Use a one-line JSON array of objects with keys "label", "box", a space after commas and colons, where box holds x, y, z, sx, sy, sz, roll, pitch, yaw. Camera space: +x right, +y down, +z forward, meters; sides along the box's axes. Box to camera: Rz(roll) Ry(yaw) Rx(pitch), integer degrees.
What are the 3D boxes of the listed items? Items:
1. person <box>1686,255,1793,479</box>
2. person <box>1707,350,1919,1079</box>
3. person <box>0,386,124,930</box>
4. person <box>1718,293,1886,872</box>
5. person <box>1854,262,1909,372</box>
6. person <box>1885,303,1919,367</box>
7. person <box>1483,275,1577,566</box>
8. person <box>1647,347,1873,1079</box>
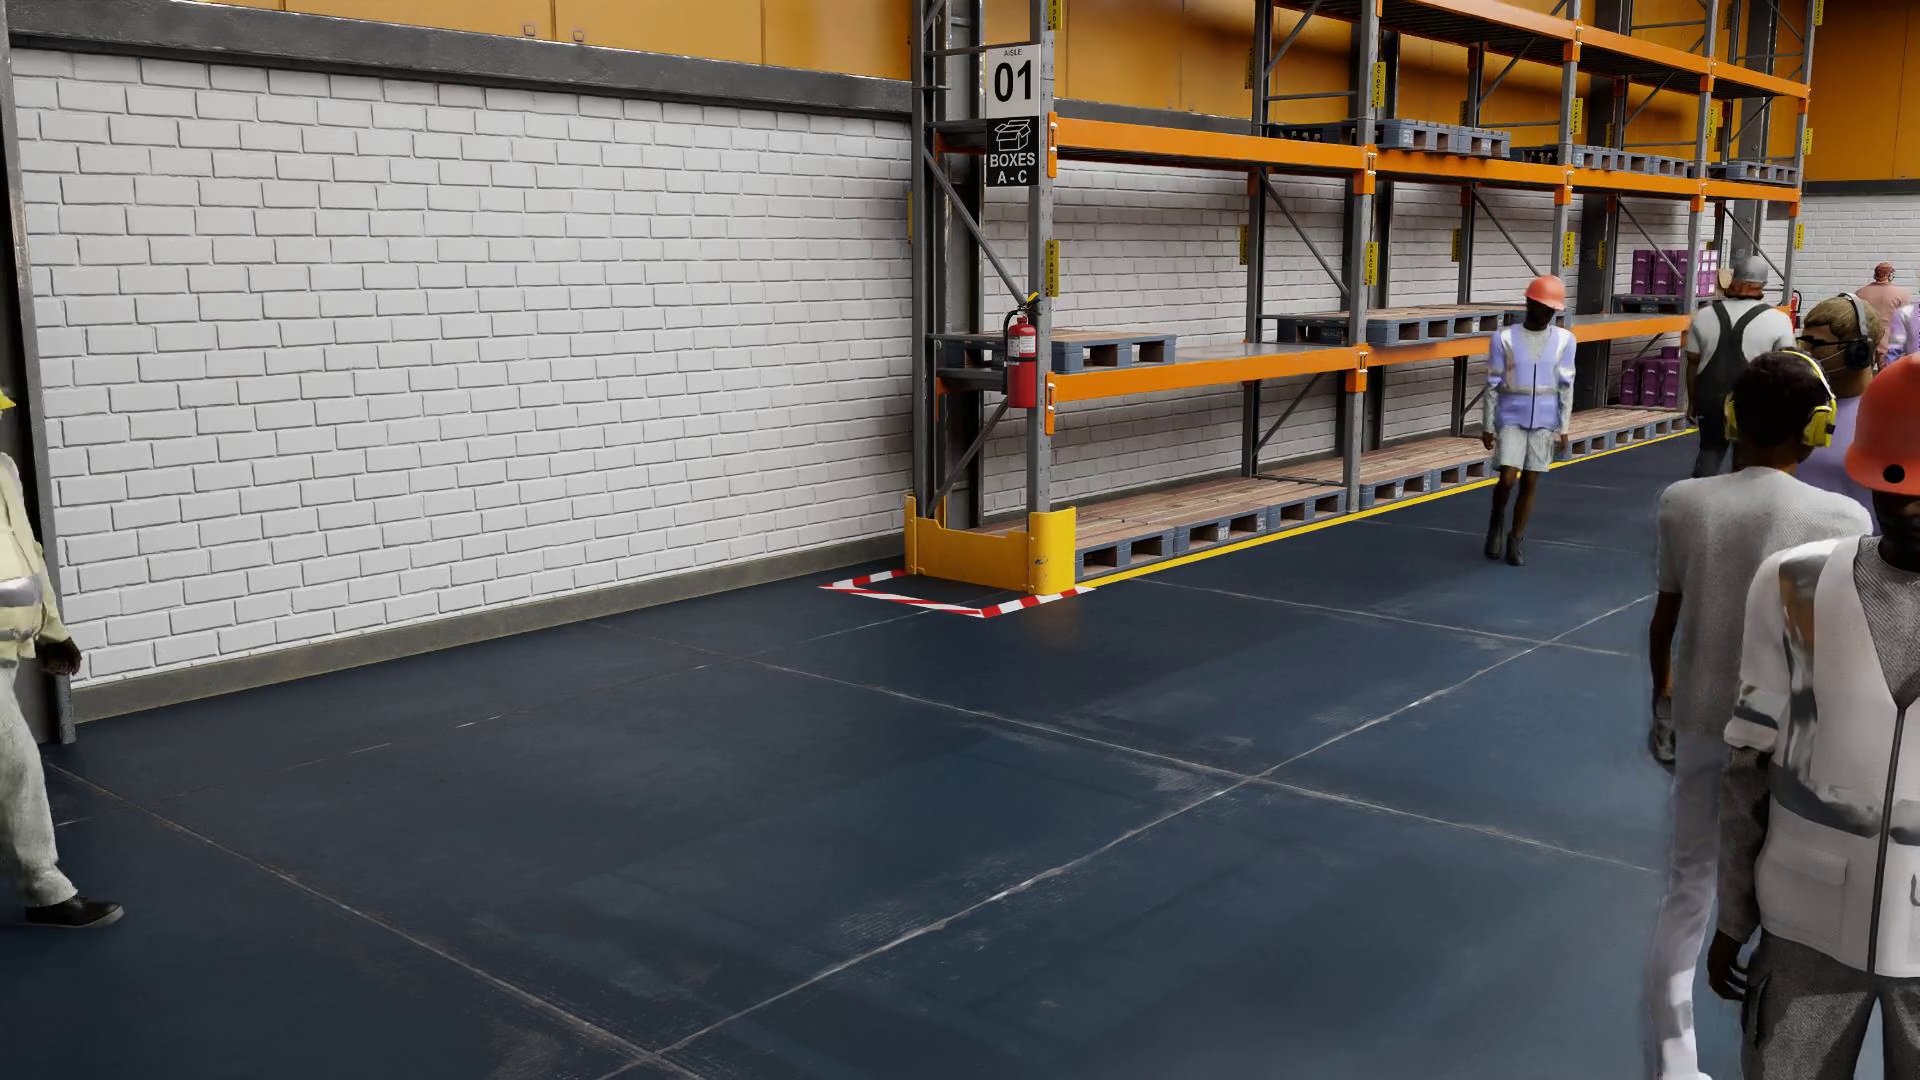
[{"label": "person", "box": [5.524, -1.000, 11.776, 0.691, 2.000, 0.538, 9, 14, 43]}, {"label": "person", "box": [1.516, 0.646, 2.726, 0.543, 1.927, 0.374, 7, 12, 34]}, {"label": "person", "box": [-3.071, 0.309, 5.040, 0.869, 1.797, 0.588, -1, 10, -4]}, {"label": "person", "box": [2.754, 0.194, 5.274, 0.374, 1.936, 0.629, -5, 11, -25]}, {"label": "person", "box": [11.065, -2.384, 20.033, 0.401, 1.910, 0.641, -10, 14, -44]}, {"label": "person", "box": [7.705, -1.227, 13.242, 0.609, 1.981, 1.110, 9, 13, 41]}, {"label": "person", "box": [3.692, -0.762, 10.811, 0.547, 1.907, 0.434, 1, 10, 8]}, {"label": "person", "box": [1.915, 0.463, 4.005, 0.780, 1.839, 0.547, -9, 13, -41]}]
